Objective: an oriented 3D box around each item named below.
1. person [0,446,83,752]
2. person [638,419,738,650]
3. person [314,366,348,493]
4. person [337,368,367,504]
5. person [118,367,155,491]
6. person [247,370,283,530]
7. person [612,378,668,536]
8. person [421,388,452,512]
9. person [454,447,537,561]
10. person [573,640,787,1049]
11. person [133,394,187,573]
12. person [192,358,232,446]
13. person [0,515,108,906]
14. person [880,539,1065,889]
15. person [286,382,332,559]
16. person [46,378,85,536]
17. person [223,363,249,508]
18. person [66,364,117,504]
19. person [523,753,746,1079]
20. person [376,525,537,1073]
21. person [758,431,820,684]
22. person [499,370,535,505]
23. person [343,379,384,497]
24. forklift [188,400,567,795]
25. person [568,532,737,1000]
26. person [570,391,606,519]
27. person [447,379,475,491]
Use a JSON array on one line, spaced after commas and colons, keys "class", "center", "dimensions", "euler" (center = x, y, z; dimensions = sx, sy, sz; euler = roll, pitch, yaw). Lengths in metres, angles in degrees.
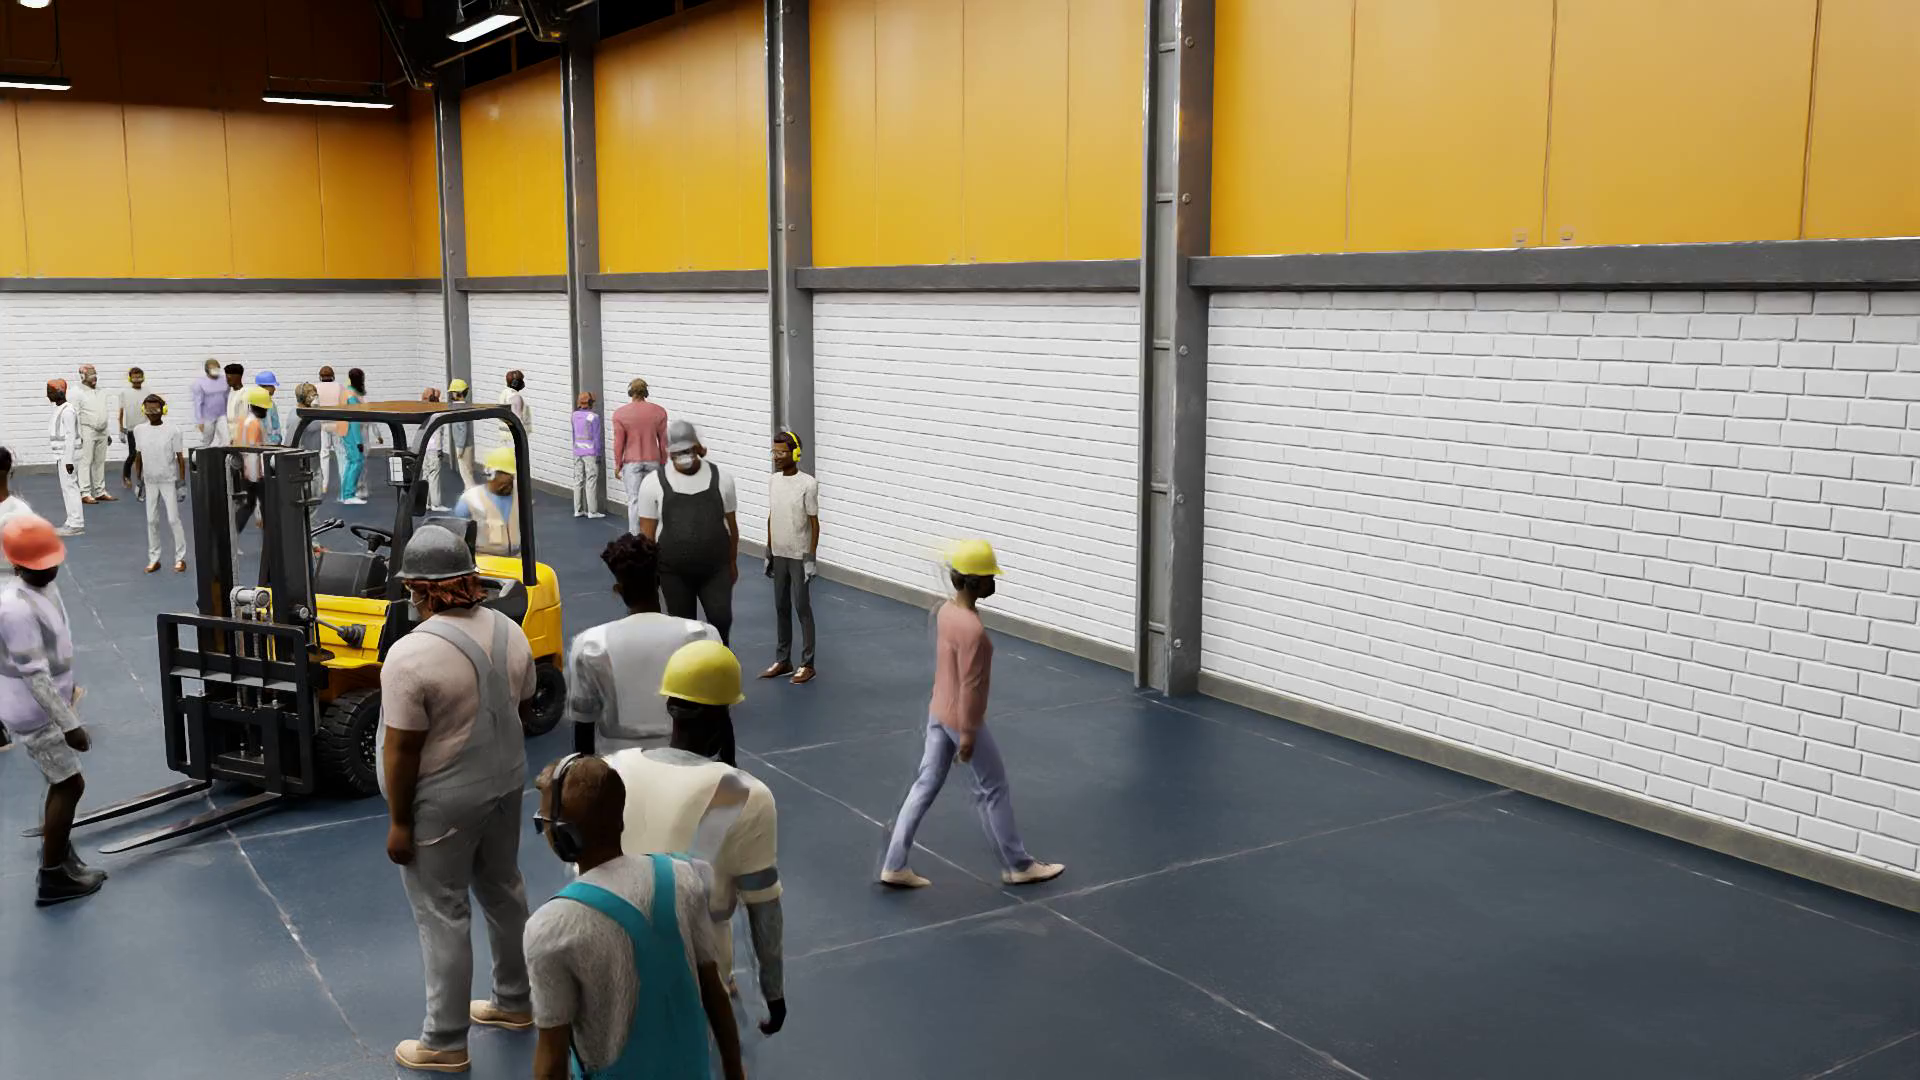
[{"class": "person", "center": [-6.013, 0.356, 10.540], "dimensions": [0.614, 1.939, 0.812], "euler": [6, 10, 36]}, {"class": "person", "center": [-1.885, 0.144, 11.631], "dimensions": [0.702, 2.000, 0.539], "euler": [-2, 9, -16]}, {"class": "person", "center": [-9.103, -1.595, 24.046], "dimensions": [0.621, 1.838, 0.429], "euler": [-3, 9, -21]}, {"class": "person", "center": [-8.301, -1.416, 22.729], "dimensions": [0.397, 1.868, 0.751], "euler": [-4, 9, -24]}, {"class": "person", "center": [-11.967, -1.607, 24.168], "dimensions": [0.517, 1.844, 0.703], "euler": [-7, 11, -38]}, {"class": "person", "center": [-8.461, -1.098, 20.312], "dimensions": [0.404, 1.945, 0.616], "euler": [-1, 8, -5]}, {"class": "person", "center": [-3.581, -0.851, 18.684], "dimensions": [0.627, 1.941, 0.372], "euler": [-3, 9, -21]}, {"class": "person", "center": [-6.964, -1.187, 21.955], "dimensions": [0.308, 1.639, 0.511], "euler": [-7, 11, -39]}, {"class": "person", "center": [-3.427, 0.196, 12.191], "dimensions": [0.950, 1.779, 0.632], "euler": [8, 12, 43]}, {"class": "person", "center": [-0.784, 1.224, 4.898], "dimensions": [0.609, 1.868, 0.972], "euler": [3, 9, 22]}, {"class": "person", "center": [-8.238, -0.578, 17.130], "dimensions": [0.514, 1.861, 0.340], "euler": [0, 8, -1]}, {"class": "person", "center": [-11.462, -1.855, 25.642], "dimensions": [1.036, 1.876, 0.644], "euler": [7, 11, 41]}, {"class": "person", "center": [-4.286, 0.797, 7.800], "dimensions": [0.390, 1.882, 0.611], "euler": [-3, 9, -19]}, {"class": "person", "center": [0.022, 0.845, 7.981], "dimensions": [0.905, 1.720, 0.535], "euler": [-3, 9, -19]}, {"class": "person", "center": [-7.094, -0.752, 18.067], "dimensions": [0.368, 1.932, 0.622], "euler": [0, 8, -3]}, {"class": "person", "center": [-10.647, -0.984, 19.799], "dimensions": [0.361, 1.878, 0.583], "euler": [-6, 11, -37]}, {"class": "person", "center": [-9.643, -1.398, 22.317], "dimensions": [0.378, 1.957, 0.609], "euler": [-7, 11, -41]}, {"class": "person", "center": [-11.927, -1.458, 22.878], "dimensions": [0.410, 1.909, 0.642], "euler": [2, 9, 12]}, {"class": "person", "center": [-0.746, 1.408, 4.058], "dimensions": [0.967, 1.784, 0.538], "euler": [6, 10, 35]}, {"class": "person", "center": [-1.932, 0.939, 6.276], "dimensions": [0.536, 2.000, 0.684], "euler": [4, 9, 25]}, {"class": "person", "center": [-1.263, 0.127, 12.323], "dimensions": [0.515, 1.872, 0.328], "euler": [6, 11, 37]}, {"class": "person", "center": [-6.037, -1.386, 22.616], "dimensions": [0.430, 1.845, 0.624], "euler": [-4, 10, -28]}, {"class": "person", "center": [-8.479, -1.455, 23.517], "dimensions": [0.534, 1.727, 0.520], "euler": [5, 10, 28]}, {"class": "forklift", "center": [-3.529, 0.258, 10.348], "dimensions": [1.214, 2.155, 2.313], "euler": [4, 9, 25]}, {"class": "person", "center": [-1.211, 0.932, 6.623], "dimensions": [0.655, 1.949, 0.464], "euler": [-1, 9, -9]}, {"class": "person", "center": [-4.782, -1.085, 21.299], "dimensions": [0.508, 1.631, 0.312], "euler": [6, 10, 36]}, {"class": "person", "center": [-6.503, -1.213, 21.702], "dimensions": [0.316, 1.767, 0.535], "euler": [-2, 9, -12]}]
